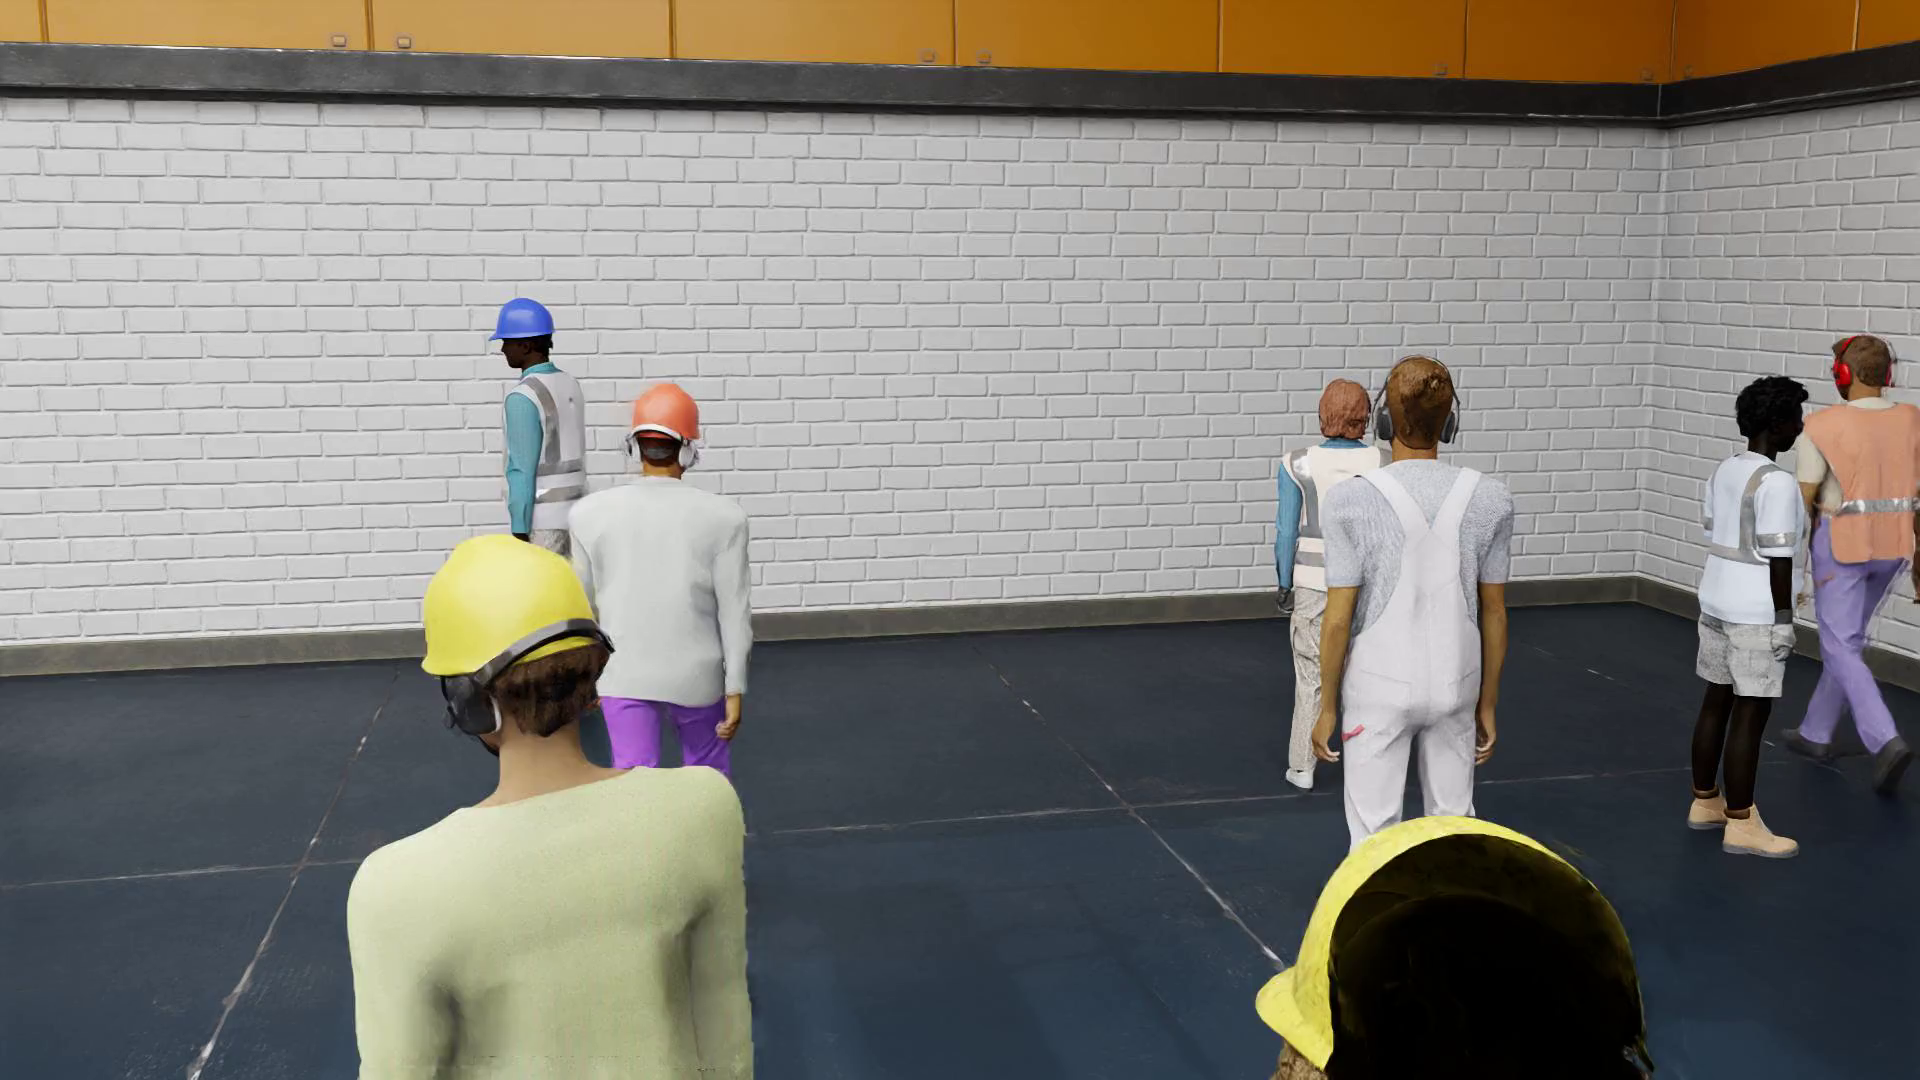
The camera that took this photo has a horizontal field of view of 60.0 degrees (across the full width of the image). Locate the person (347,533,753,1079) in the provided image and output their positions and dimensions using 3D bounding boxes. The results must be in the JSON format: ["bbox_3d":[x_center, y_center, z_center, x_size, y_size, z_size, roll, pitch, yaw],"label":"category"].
[{"bbox_3d":[-0.468,0.862,2.113,0.536,1.741,0.578,-5,11,-29],"label":"person"}]

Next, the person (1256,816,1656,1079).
[{"bbox_3d":[0.355,1.030,1.113,0.500,1.730,0.460,-7,12,-37],"label":"person"}]

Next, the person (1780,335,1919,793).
[{"bbox_3d":[3.655,0.078,6.720,0.576,1.811,0.867,-1,9,-7],"label":"person"}]

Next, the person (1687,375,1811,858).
[{"bbox_3d":[2.819,0.262,5.925,0.319,1.697,0.532,0,9,0],"label":"person"}]

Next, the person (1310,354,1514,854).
[{"bbox_3d":[1.184,0.436,4.413,0.506,1.846,0.348,0,9,-3],"label":"person"}]

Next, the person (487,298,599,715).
[{"bbox_3d":[-1.869,-0.105,7.443,0.416,1.940,0.618,2,10,13],"label":"person"}]

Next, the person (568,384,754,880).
[{"bbox_3d":[-0.903,0.381,5.133,0.570,1.716,0.828,0,9,-2],"label":"person"}]

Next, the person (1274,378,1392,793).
[{"bbox_3d":[1.490,0.191,6.534,0.514,1.641,0.308,1,9,7],"label":"person"}]
